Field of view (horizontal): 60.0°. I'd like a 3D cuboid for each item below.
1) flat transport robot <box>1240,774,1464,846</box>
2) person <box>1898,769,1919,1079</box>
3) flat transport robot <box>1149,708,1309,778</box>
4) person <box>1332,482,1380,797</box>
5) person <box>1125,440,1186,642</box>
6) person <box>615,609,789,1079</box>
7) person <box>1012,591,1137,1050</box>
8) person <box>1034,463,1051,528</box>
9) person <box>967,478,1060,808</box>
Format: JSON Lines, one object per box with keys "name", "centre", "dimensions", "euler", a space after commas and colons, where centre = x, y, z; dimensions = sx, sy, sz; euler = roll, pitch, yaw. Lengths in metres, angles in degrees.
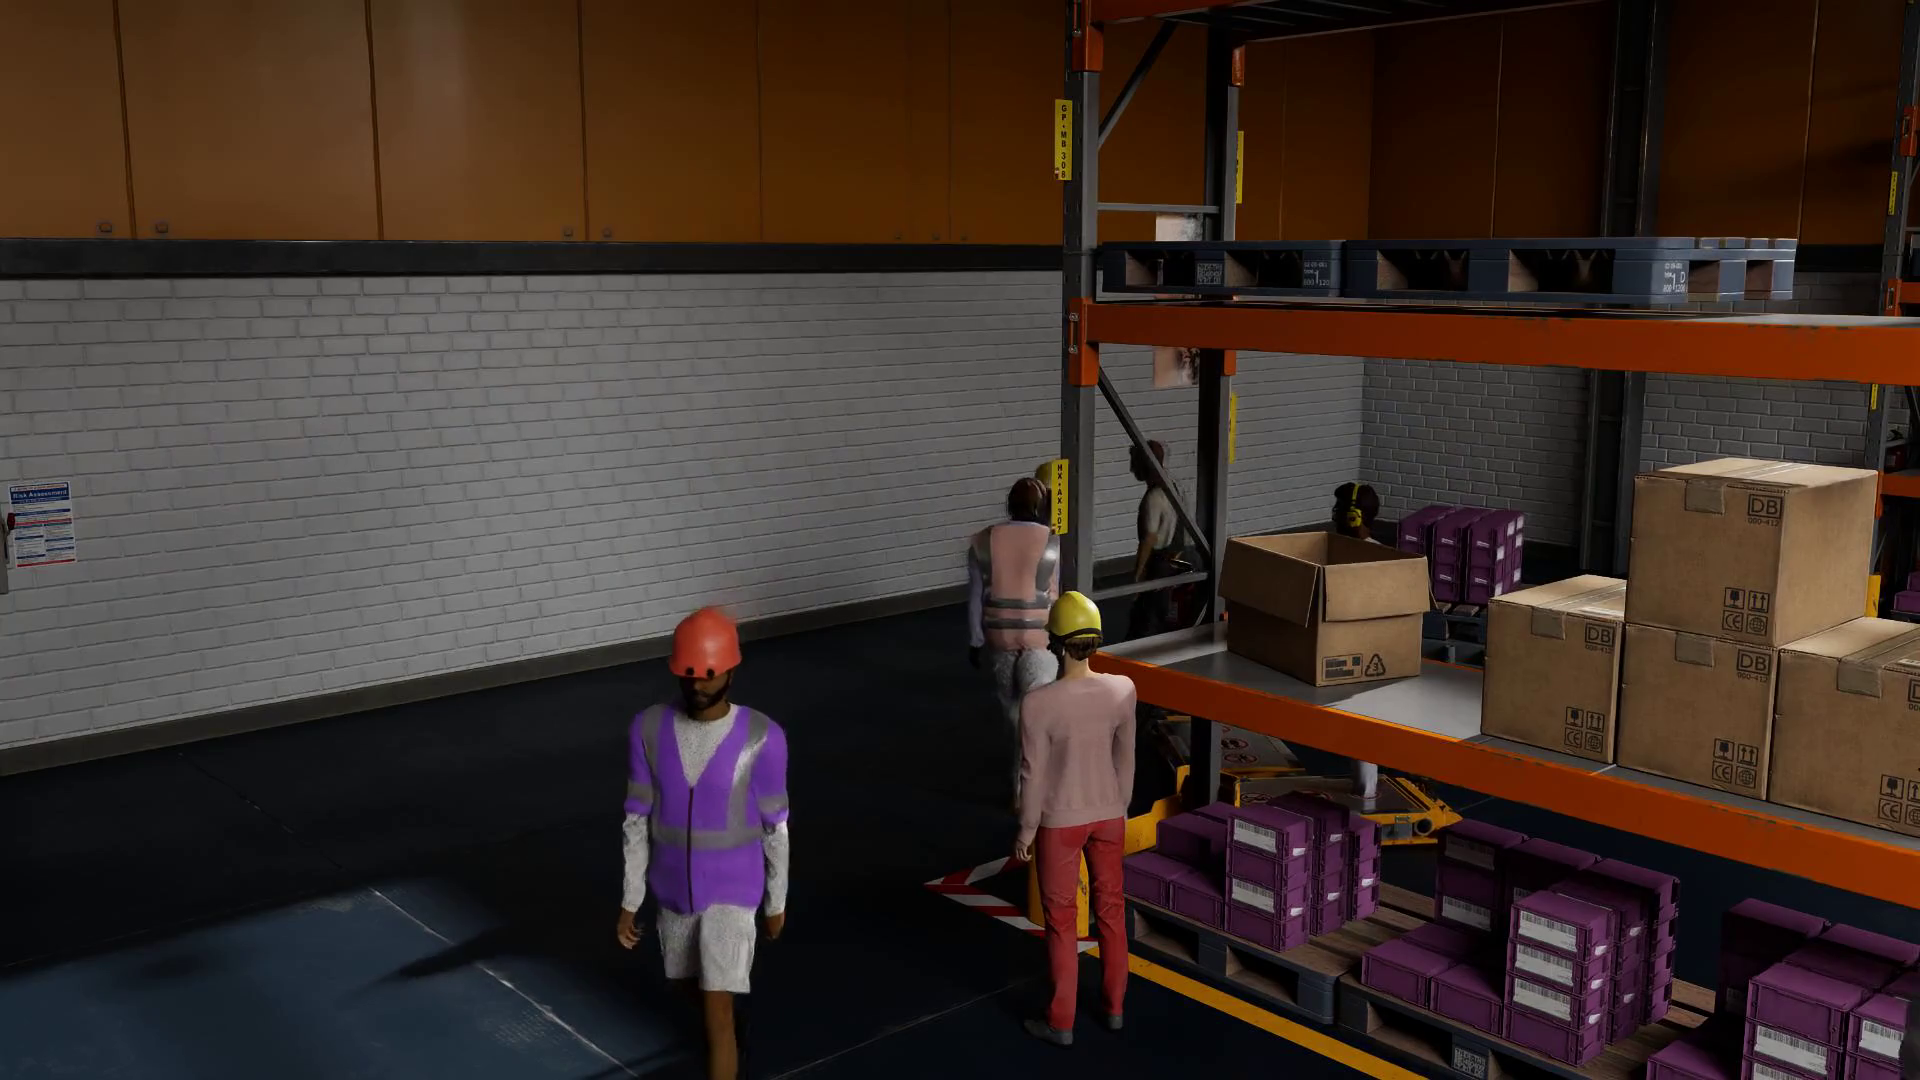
{"name": "flat transport robot", "centre": [1.899, 1.426, 8.702], "dimensions": [1.431, 0.197, 0.652], "euler": [-1, 10, -6]}
{"name": "person", "centre": [2.323, 1.417, 3.932], "dimensions": [0.622, 1.910, 1.037], "euler": [-8, 12, -38]}
{"name": "flat transport robot", "centre": [1.545, 1.255, 9.703], "dimensions": [0.652, 0.197, 1.431], "euler": [-1, 10, -3]}
{"name": "person", "centre": [2.067, 0.627, 8.710], "dimensions": [0.310, 1.868, 0.533], "euler": [3, 10, 19]}
{"name": "person", "centre": [1.236, 0.220, 11.283], "dimensions": [0.883, 1.803, 0.535], "euler": [3, 10, 17]}
{"name": "person", "centre": [-0.832, 1.140, 5.634], "dimensions": [0.546, 1.904, 0.930], "euler": [2, 10, 13]}
{"name": "person", "centre": [0.440, 1.072, 6.403], "dimensions": [0.523, 1.769, 0.321], "euler": [-5, 11, -28]}
{"name": "person", "centre": [0.600, 0.340, 10.883], "dimensions": [0.504, 1.694, 0.890], "euler": [5, 11, 27]}
{"name": "person", "centre": [0.426, 0.536, 9.417], "dimensions": [0.649, 1.804, 0.924], "euler": [4, 10, 21]}
